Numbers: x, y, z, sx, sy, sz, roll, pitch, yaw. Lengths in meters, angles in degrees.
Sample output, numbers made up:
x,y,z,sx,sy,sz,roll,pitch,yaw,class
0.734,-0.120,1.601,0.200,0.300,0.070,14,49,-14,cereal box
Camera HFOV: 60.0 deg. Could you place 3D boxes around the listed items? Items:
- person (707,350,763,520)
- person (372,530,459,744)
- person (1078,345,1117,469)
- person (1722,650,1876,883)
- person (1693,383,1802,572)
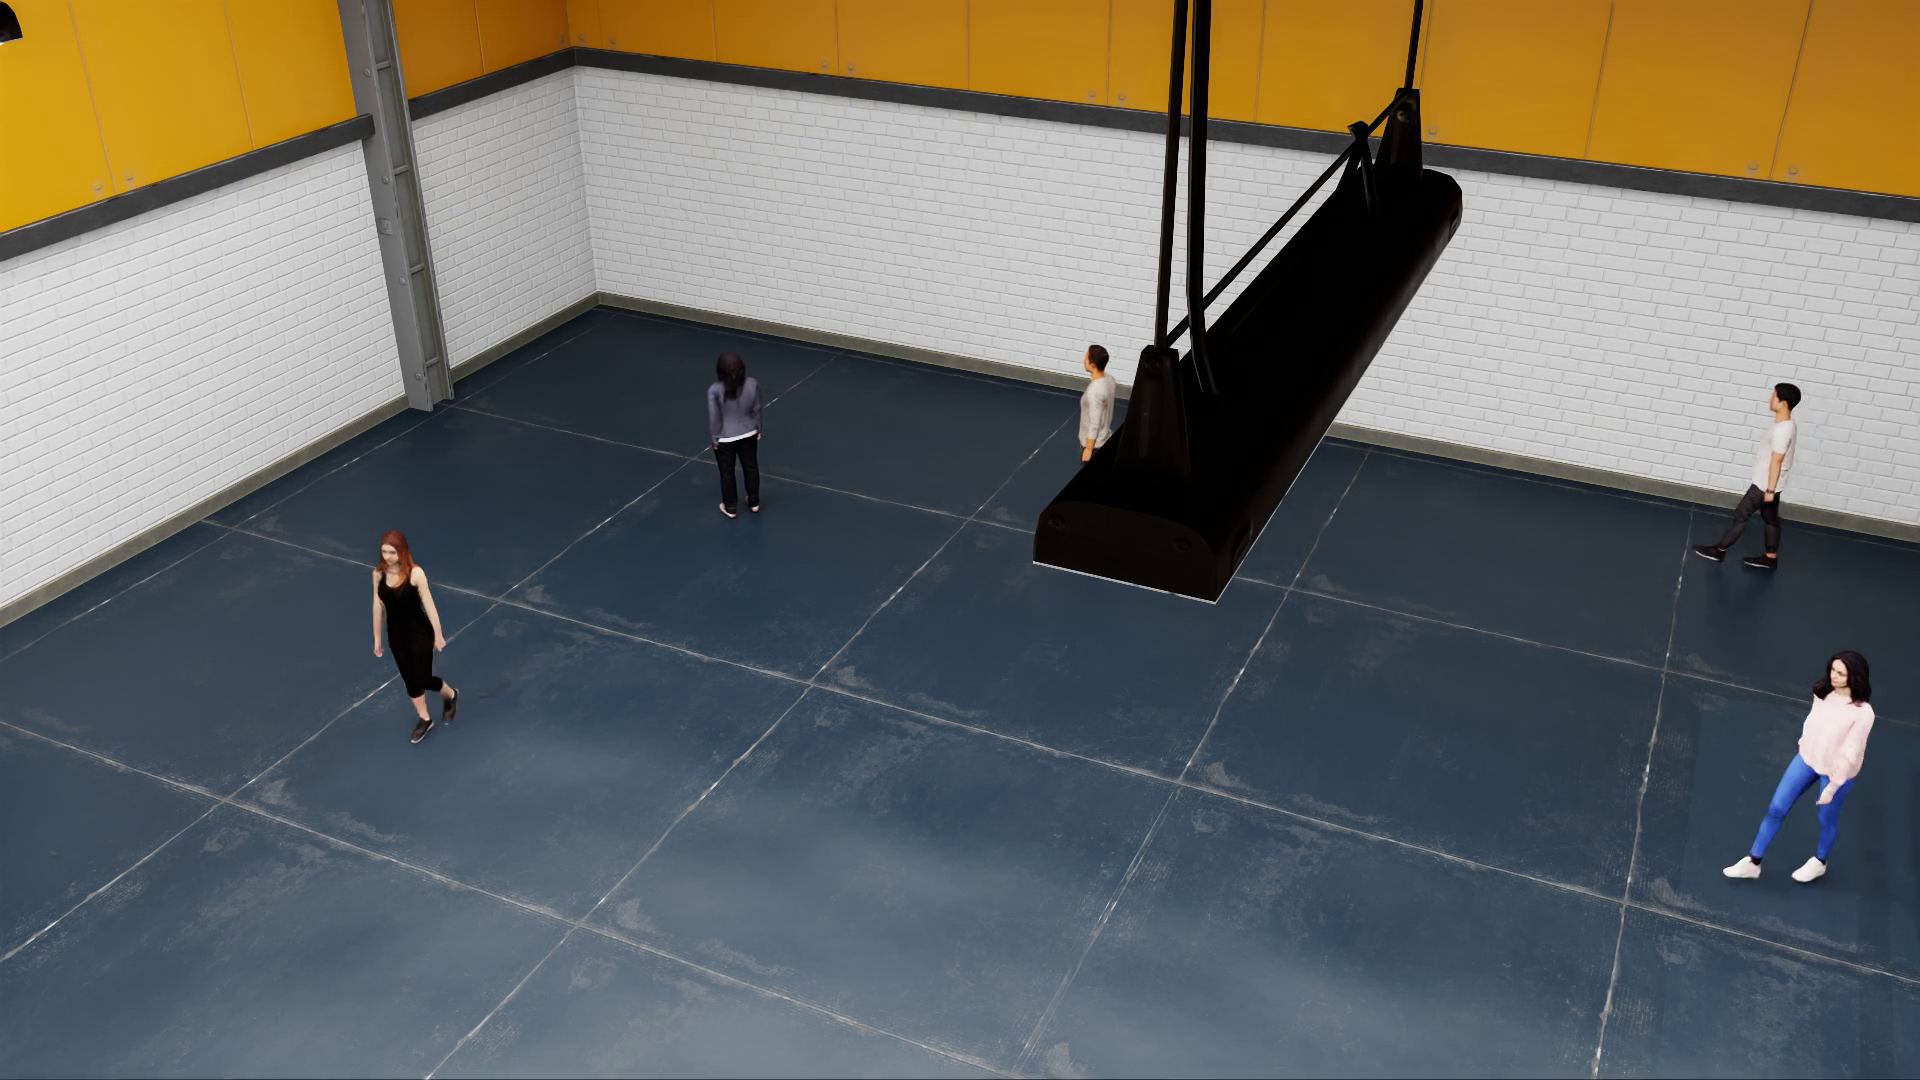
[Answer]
x,y,z,sx,sy,sz,roll,pitch,yaw,class
-2.027,-0.963,14.997,0.778,1.597,0.854,-15,32,-25,person
-3.884,0.638,11.943,0.645,1.711,0.730,9,30,16,person
1.207,-0.863,14.591,0.747,1.810,0.510,9,30,16,person
5.491,1.450,10.426,1.057,1.738,0.998,-10,30,-18,person
6.913,-0.497,14.035,0.771,1.700,0.881,16,33,27,person
